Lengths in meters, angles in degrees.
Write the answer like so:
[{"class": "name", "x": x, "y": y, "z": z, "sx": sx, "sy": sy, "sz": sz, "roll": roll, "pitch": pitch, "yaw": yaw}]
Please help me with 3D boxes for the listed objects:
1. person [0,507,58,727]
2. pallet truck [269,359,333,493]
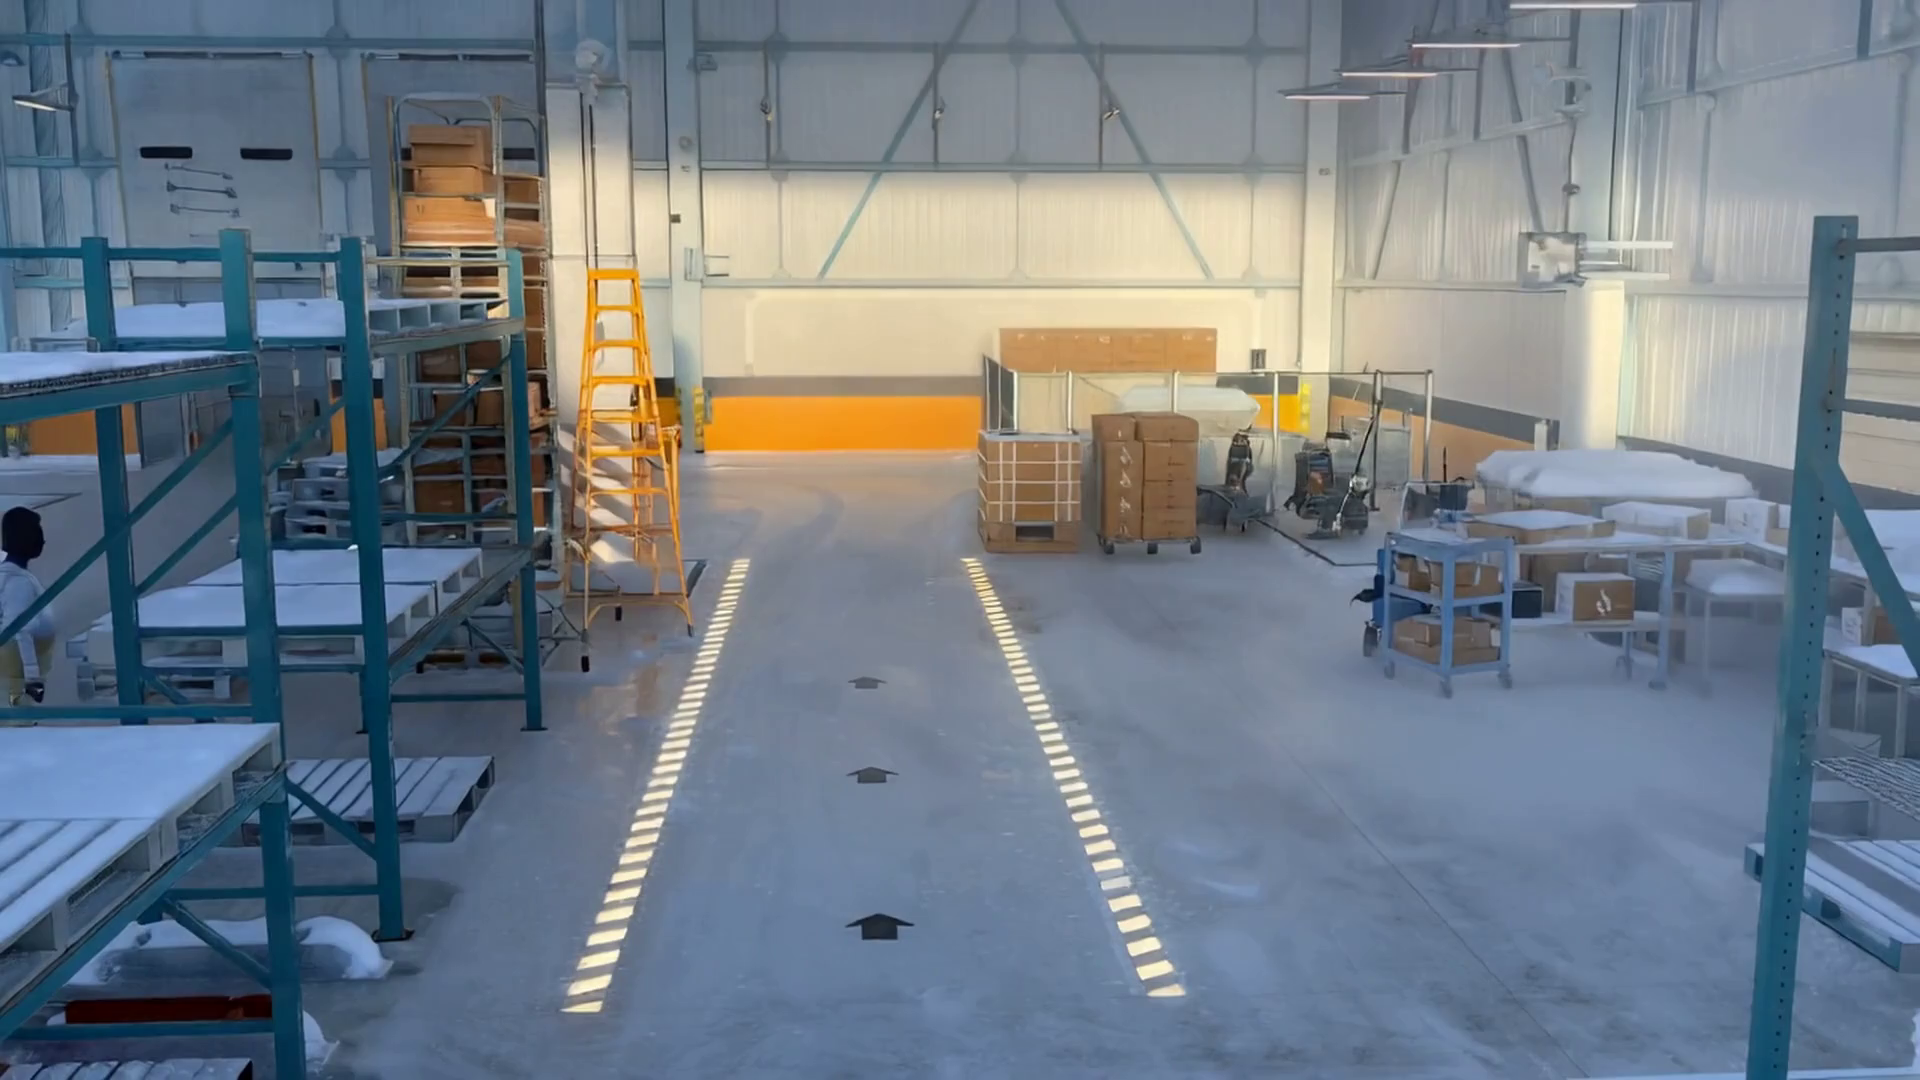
[{"class": "person", "x": -4.864, "y": 0.671, "z": 8.654, "sx": 0.321, "sy": 1.689, "sz": 0.530, "roll": -5, "pitch": 11, "yaw": -30}, {"class": "pallet truck", "x": -7.062, "y": -1.131, "z": 18.996, "sx": 1.885, "sy": 1.965, "sz": 0.823, "roll": 2, "pitch": 9, "yaw": 13}]
